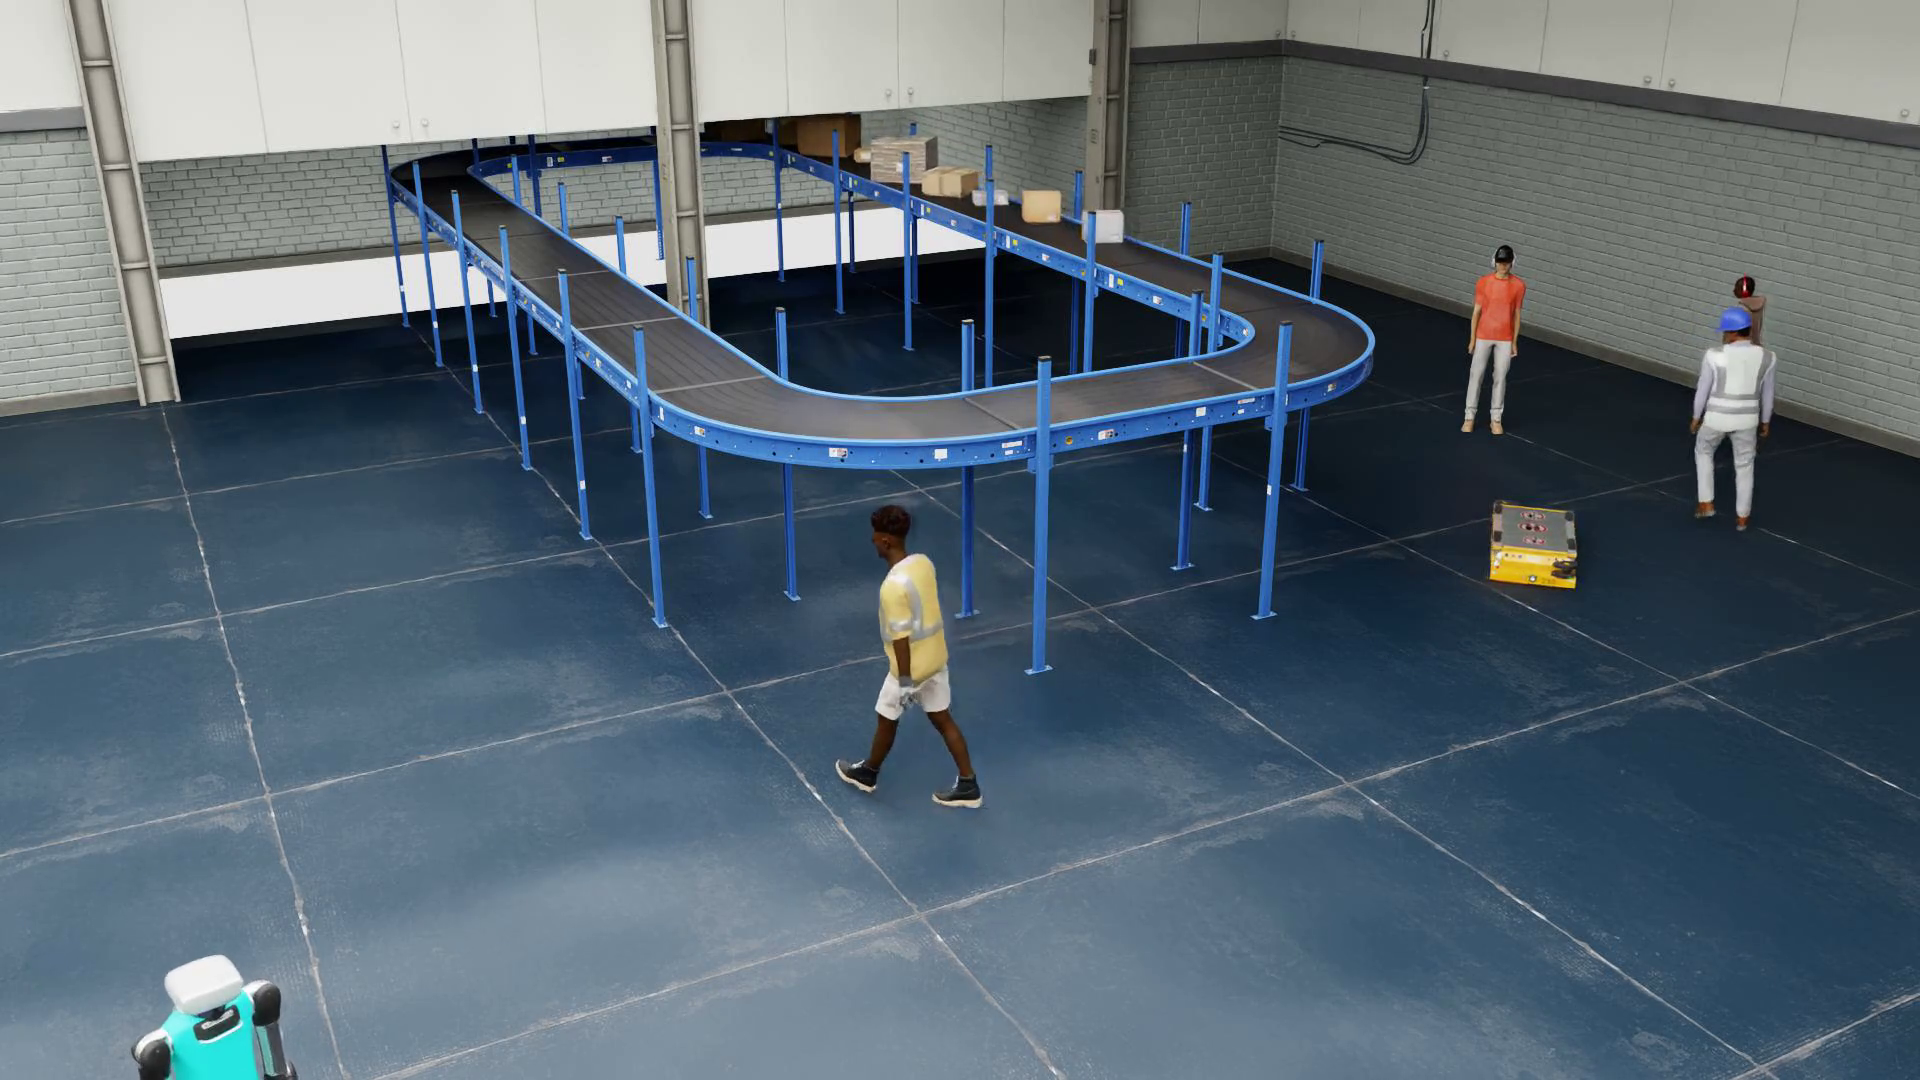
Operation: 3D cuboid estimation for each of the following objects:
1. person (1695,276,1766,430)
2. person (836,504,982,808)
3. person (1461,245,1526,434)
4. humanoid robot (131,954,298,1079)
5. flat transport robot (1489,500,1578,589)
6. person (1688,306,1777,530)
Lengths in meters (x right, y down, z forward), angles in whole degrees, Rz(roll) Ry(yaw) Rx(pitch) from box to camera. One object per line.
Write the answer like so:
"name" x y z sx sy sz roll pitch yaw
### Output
"person" 7.756 -1.841 16.607 0.548 1.634 0.459 -9 24 -21
"person" -0.298 0.711 9.962 0.981 1.893 0.633 10 24 24
"person" 5.340 -1.994 16.617 0.481 1.911 0.392 5 23 12
"humanoid robot" -2.516 2.386 6.072 1.040 1.755 0.542 16 27 35
"flat transport robot" 4.752 0.026 13.810 0.659 0.231 1.431 7 23 16
"person" 6.619 -1.041 14.262 0.658 1.914 0.464 4 22 11
